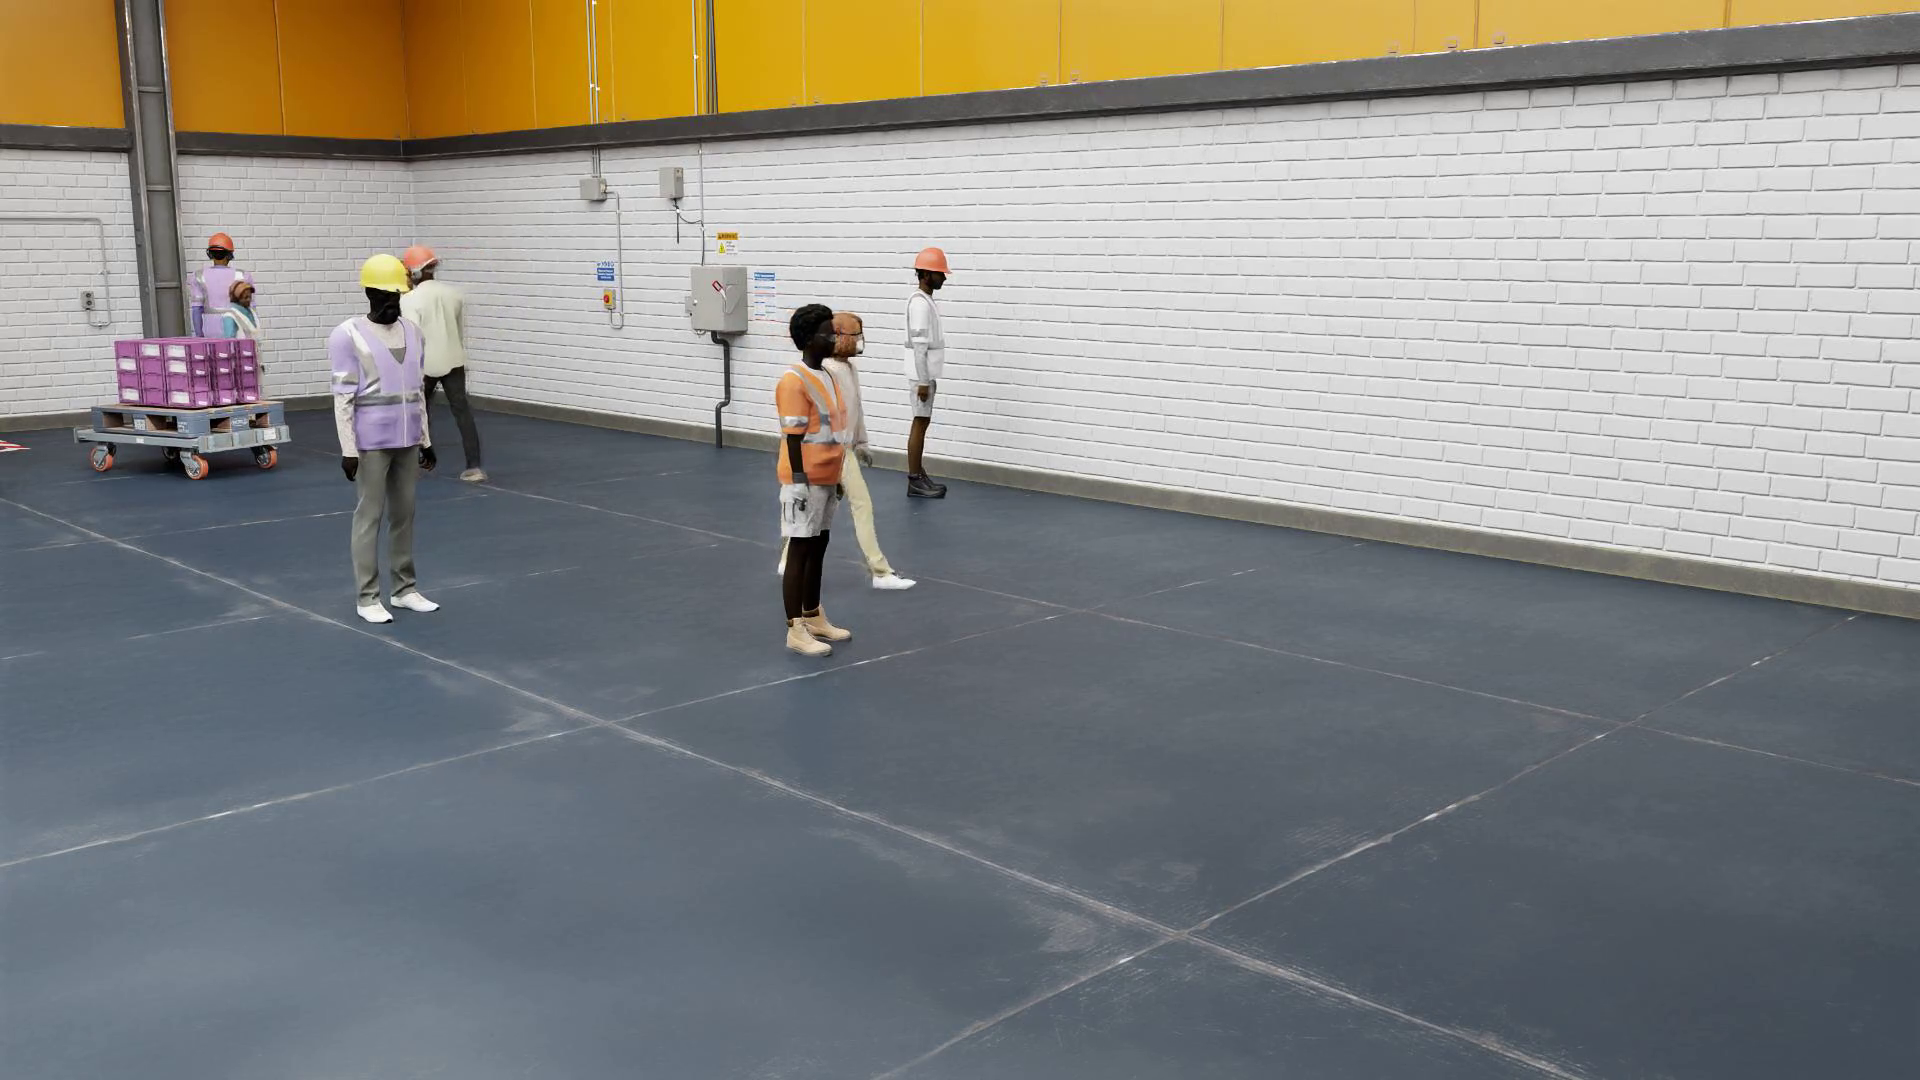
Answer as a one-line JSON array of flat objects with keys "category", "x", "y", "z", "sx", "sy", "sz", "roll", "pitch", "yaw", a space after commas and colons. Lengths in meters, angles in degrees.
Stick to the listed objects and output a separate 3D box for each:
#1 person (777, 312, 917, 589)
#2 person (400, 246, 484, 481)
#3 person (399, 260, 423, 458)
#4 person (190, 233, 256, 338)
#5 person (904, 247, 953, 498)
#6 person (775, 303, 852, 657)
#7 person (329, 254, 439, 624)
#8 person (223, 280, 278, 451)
[{"category": "person", "x": -0.695, "y": -0.513, "z": 9.568, "sx": 0.846, "sy": 1.590, "sz": 0.513, "roll": 2, "pitch": 11, "yaw": 9}, {"category": "person", "x": -4.357, "y": -1.451, "z": 13.762, "sx": 1.073, "sy": 1.925, "sz": 0.653, "roll": 9, "pitch": 13, "yaw": 39}, {"category": "person", "x": -5.094, "y": -1.689, "z": 15.408, "sx": 0.526, "sy": 1.809, "sz": 0.933, "roll": -6, "pitch": 12, "yaw": -29}, {"category": "person", "x": -7.574, "y": -2.135, "z": 17.179, "sx": 0.615, "sy": 2.041, "sz": 0.376, "roll": -3, "pitch": 11, "yaw": -15}, {"category": "person", "x": -0.244, "y": -1.287, "z": 12.874, "sx": 0.383, "sy": 1.929, "sz": 0.541, "roll": 0, "pitch": 10, "yaw": 1}, {"category": "person", "x": -0.711, "y": -0.297, "z": 8.097, "sx": 0.319, "sy": 1.699, "sz": 0.532, "roll": 3, "pitch": 11, "yaw": 16}, {"category": "person", "x": -3.005, "y": -0.533, "z": 8.768, "sx": 0.385, "sy": 1.922, "sz": 0.594, "roll": 6, "pitch": 12, "yaw": 29}, {"category": "person", "x": -6.723, "y": -1.628, "z": 15.566, "sx": 0.496, "sy": 1.613, "sz": 0.558, "roll": 1, "pitch": 10, "yaw": 3}]
